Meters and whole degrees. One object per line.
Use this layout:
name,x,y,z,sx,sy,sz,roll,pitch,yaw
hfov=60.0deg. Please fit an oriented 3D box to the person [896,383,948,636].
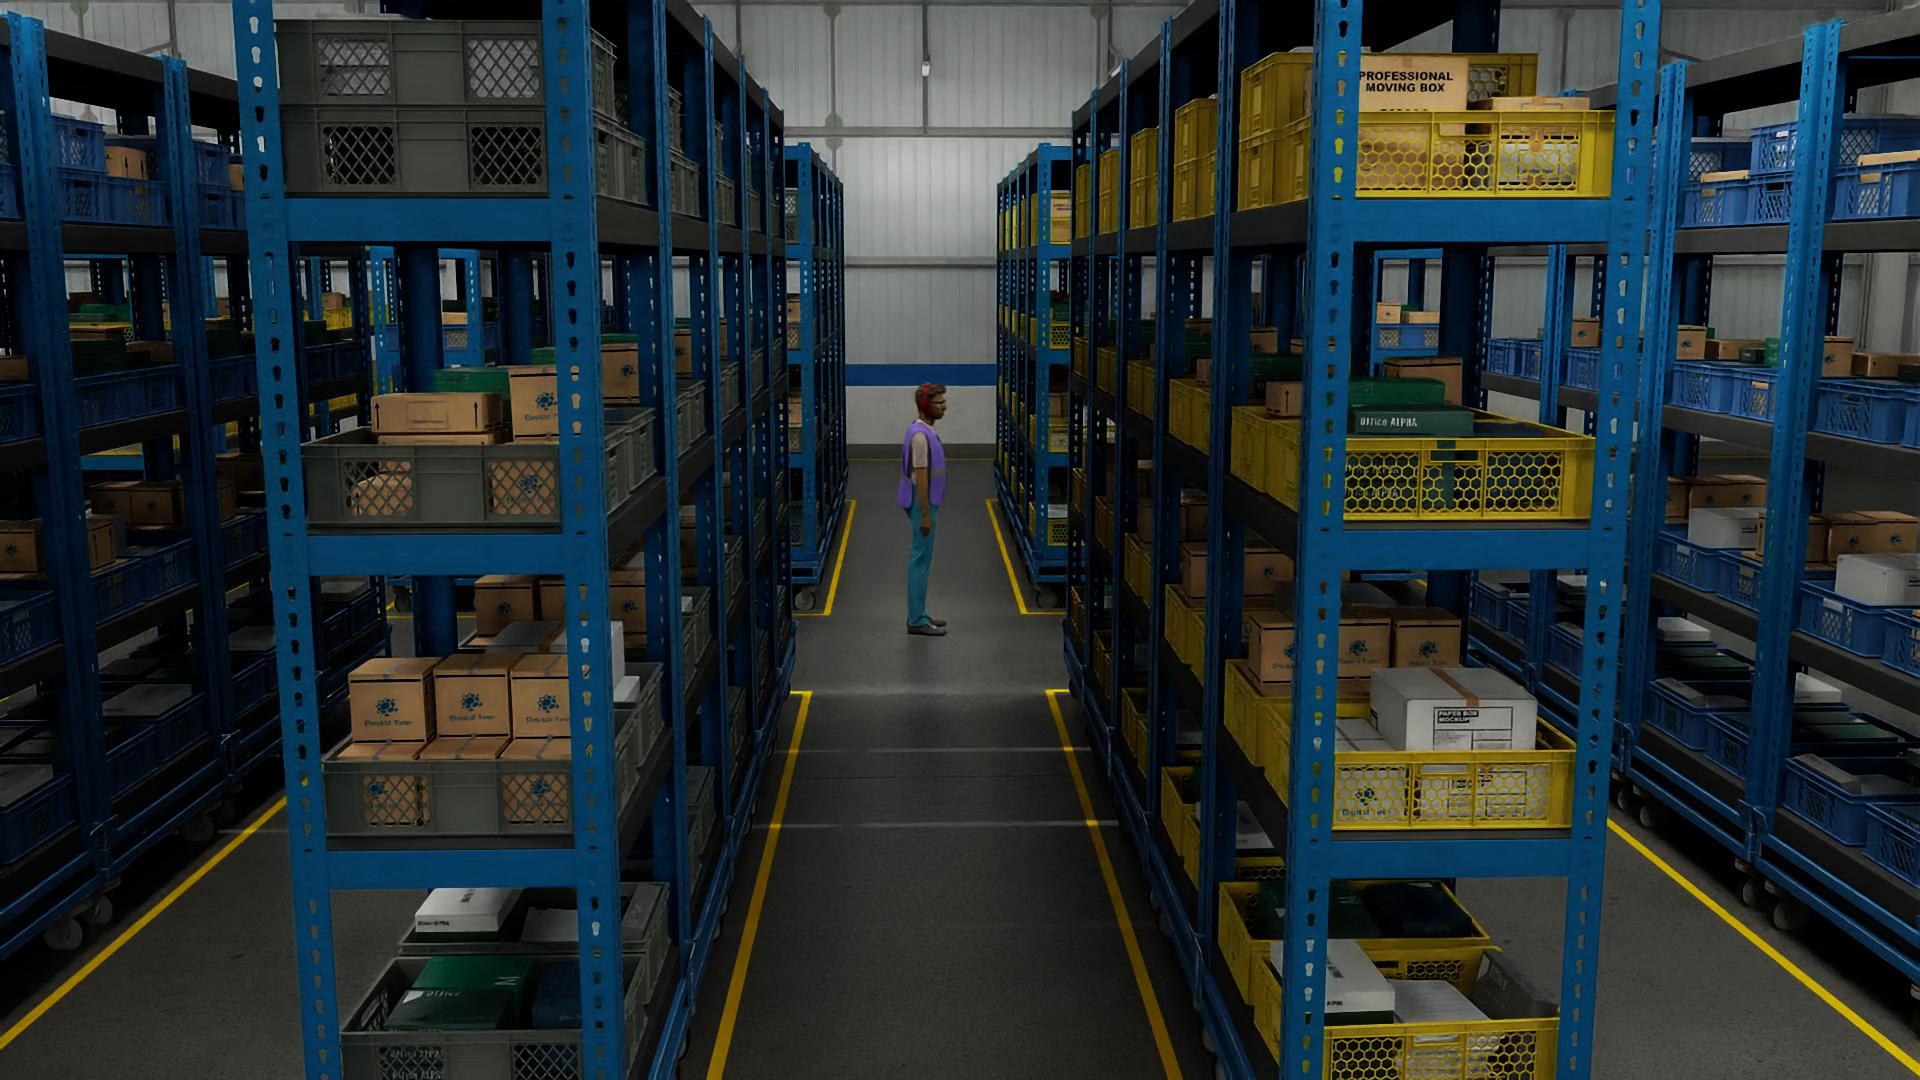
person,-0.276,-0.230,12.184,0.375,1.844,0.567,0,9,1
